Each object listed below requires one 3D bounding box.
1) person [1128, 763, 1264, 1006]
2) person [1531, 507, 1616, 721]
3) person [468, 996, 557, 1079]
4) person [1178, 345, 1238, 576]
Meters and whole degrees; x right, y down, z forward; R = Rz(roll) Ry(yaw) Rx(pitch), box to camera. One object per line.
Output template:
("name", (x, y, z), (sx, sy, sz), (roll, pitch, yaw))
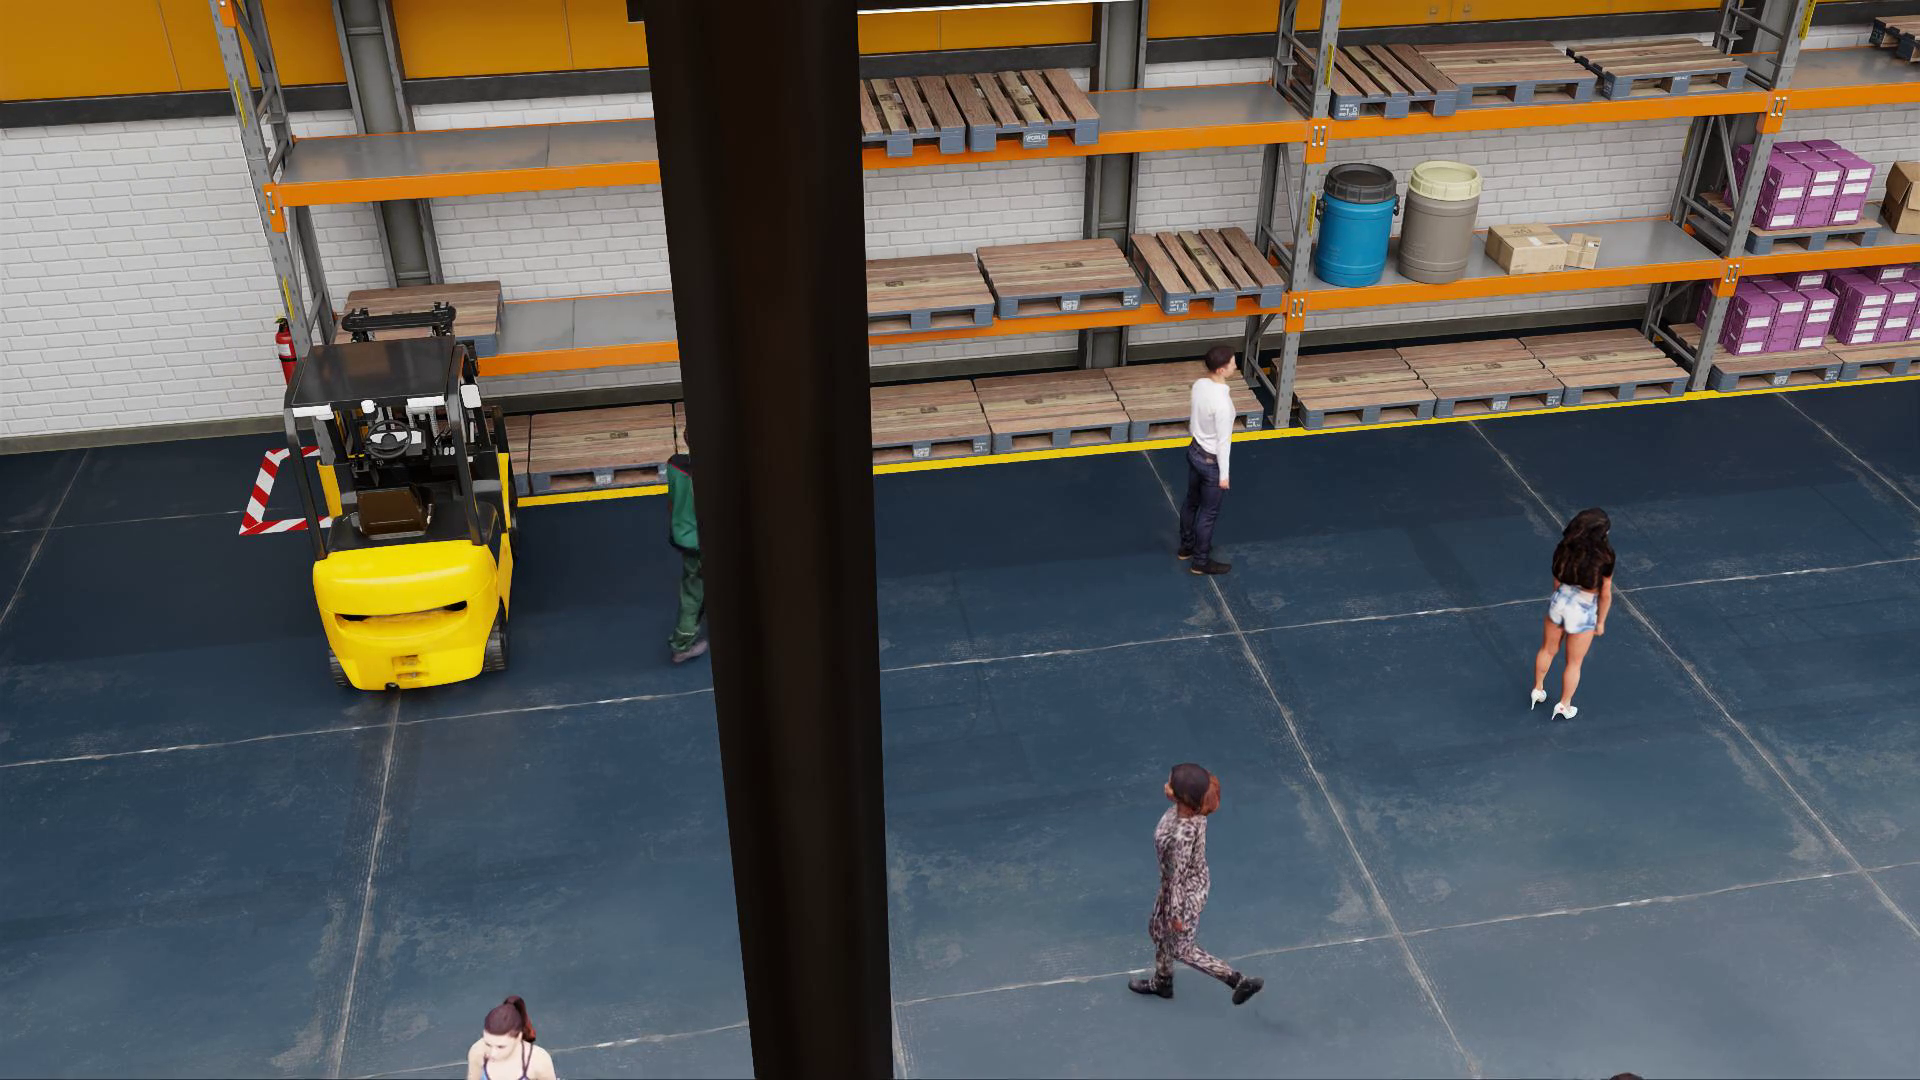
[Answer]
("person", (1.265, 1.889, 8.846), (1.045, 1.695, 0.837), (9, 35, 14))
("person", (4.054, 0.492, 11.010), (0.684, 1.626, 0.652), (-24, 40, -31))
("person", (-2.006, 2.679, 7.768), (1.028, 1.572, 0.944), (11, 35, 16))
("person", (1.852, -0.616, 12.459), (0.605, 1.868, 0.648), (-11, 35, -15))
